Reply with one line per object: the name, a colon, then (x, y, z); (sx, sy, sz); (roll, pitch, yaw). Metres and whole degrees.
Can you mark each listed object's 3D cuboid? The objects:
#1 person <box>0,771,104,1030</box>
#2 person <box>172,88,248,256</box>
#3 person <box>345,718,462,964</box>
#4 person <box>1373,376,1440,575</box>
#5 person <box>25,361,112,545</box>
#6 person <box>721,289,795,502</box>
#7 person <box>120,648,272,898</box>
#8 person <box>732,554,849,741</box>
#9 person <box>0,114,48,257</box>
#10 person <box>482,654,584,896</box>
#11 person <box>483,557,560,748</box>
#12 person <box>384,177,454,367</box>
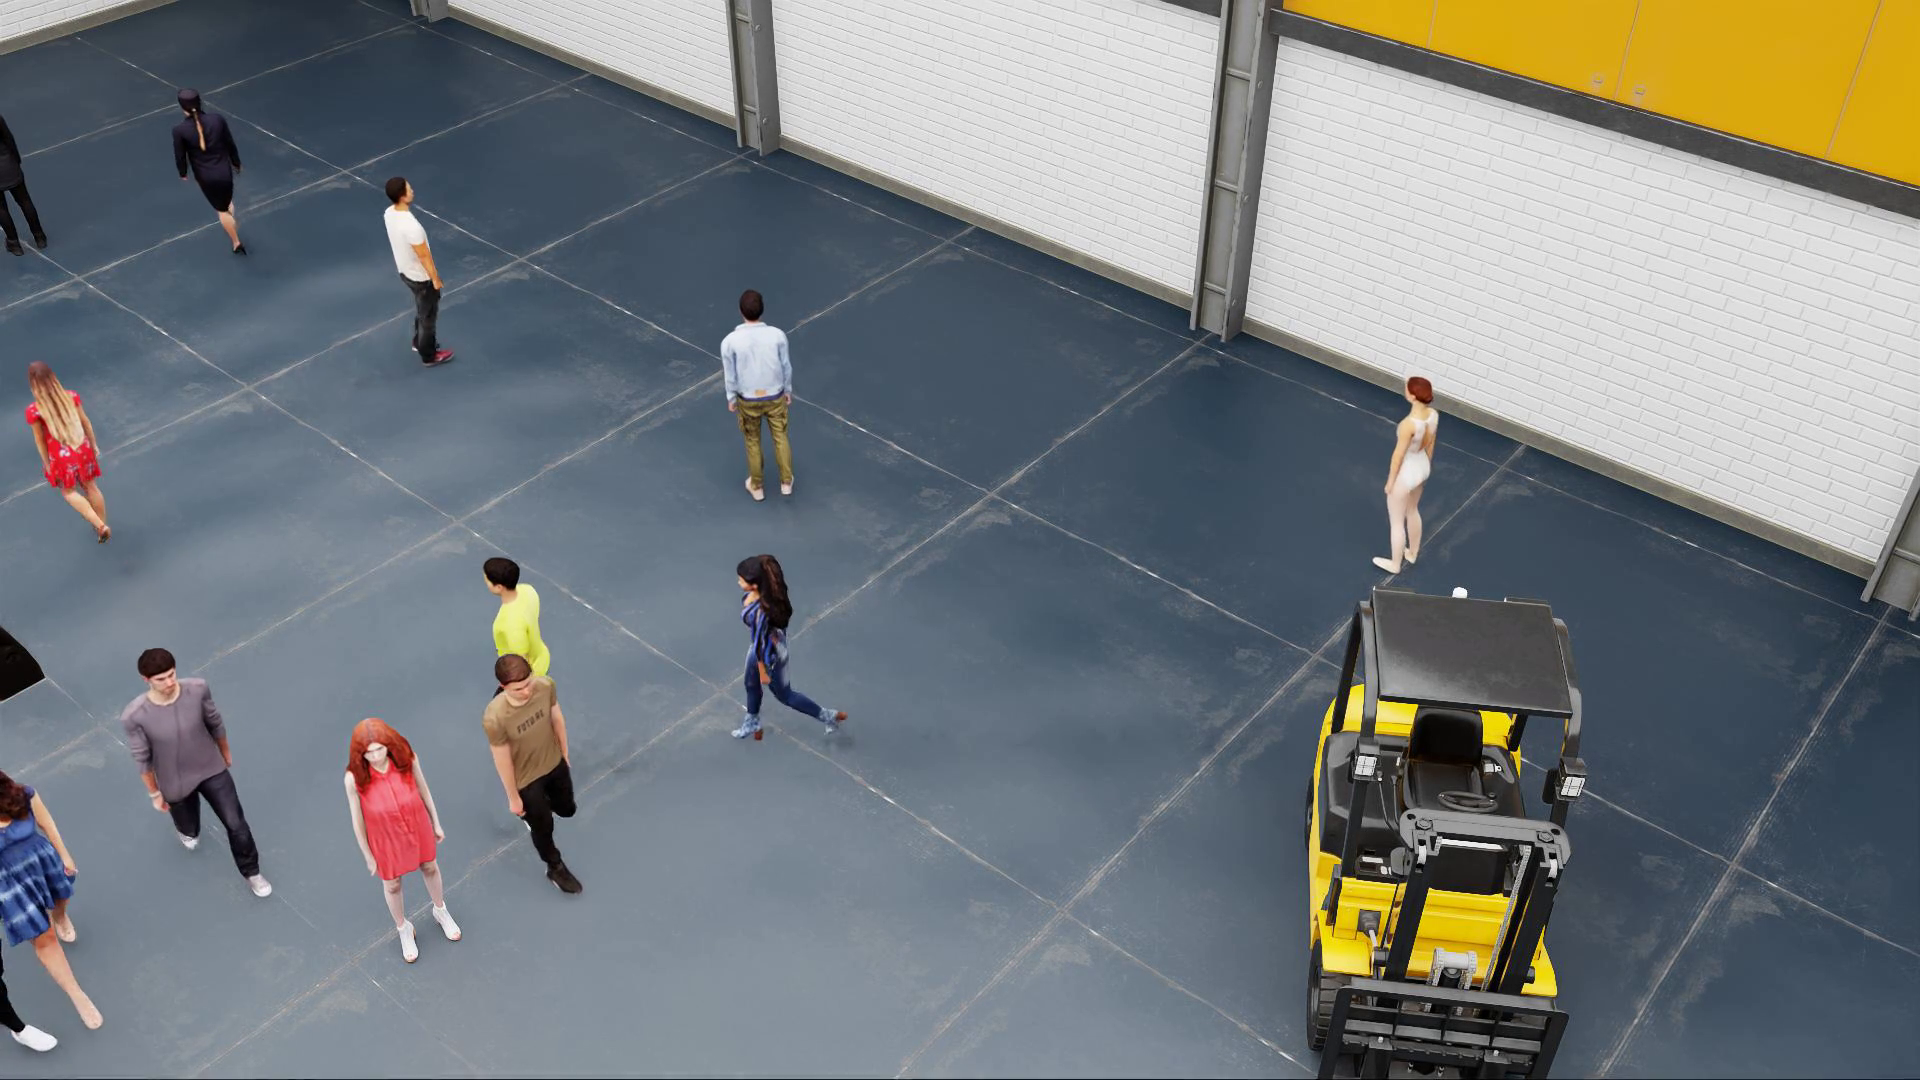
person: (-5.183, 1.846, 9.251); (1.169, 1.758, 0.694); (32, 48, 33)
person: (-7.161, -3.493, 16.018); (0.782, 1.656, 0.890); (-30, 47, -32)
person: (-3.160, 1.676, 9.410); (0.655, 1.826, 0.611); (-23, 44, -26)
person: (3.327, -0.477, 12.258); (0.616, 1.635, 0.586); (-29, 47, -31)
person: (-6.628, -0.601, 12.454); (0.719, 1.583, 0.575); (28, 47, 31)
person: (-1.549, -1.120, 12.923); (0.762, 1.810, 0.779); (-9, 39, -11)
person: (-4.583, 1.338, 9.832); (0.810, 1.826, 1.102); (-28, 46, -30)
person: (-1.155, 0.742, 10.762); (1.092, 1.598, 1.023); (-3, 39, -4)
person: (-9.294, -3.602, 16.054); (0.680, 1.781, 0.673); (-25, 45, -28)
person: (-2.573, 1.325, 9.845); (0.880, 1.831, 0.649); (27, 46, 30)
person: (-2.705, 0.788, 10.627); (0.801, 1.695, 0.758); (1, 39, 2)
person: (-4.786, -2.286, 14.395); (0.758, 1.794, 0.597); (-30, 47, -32)
